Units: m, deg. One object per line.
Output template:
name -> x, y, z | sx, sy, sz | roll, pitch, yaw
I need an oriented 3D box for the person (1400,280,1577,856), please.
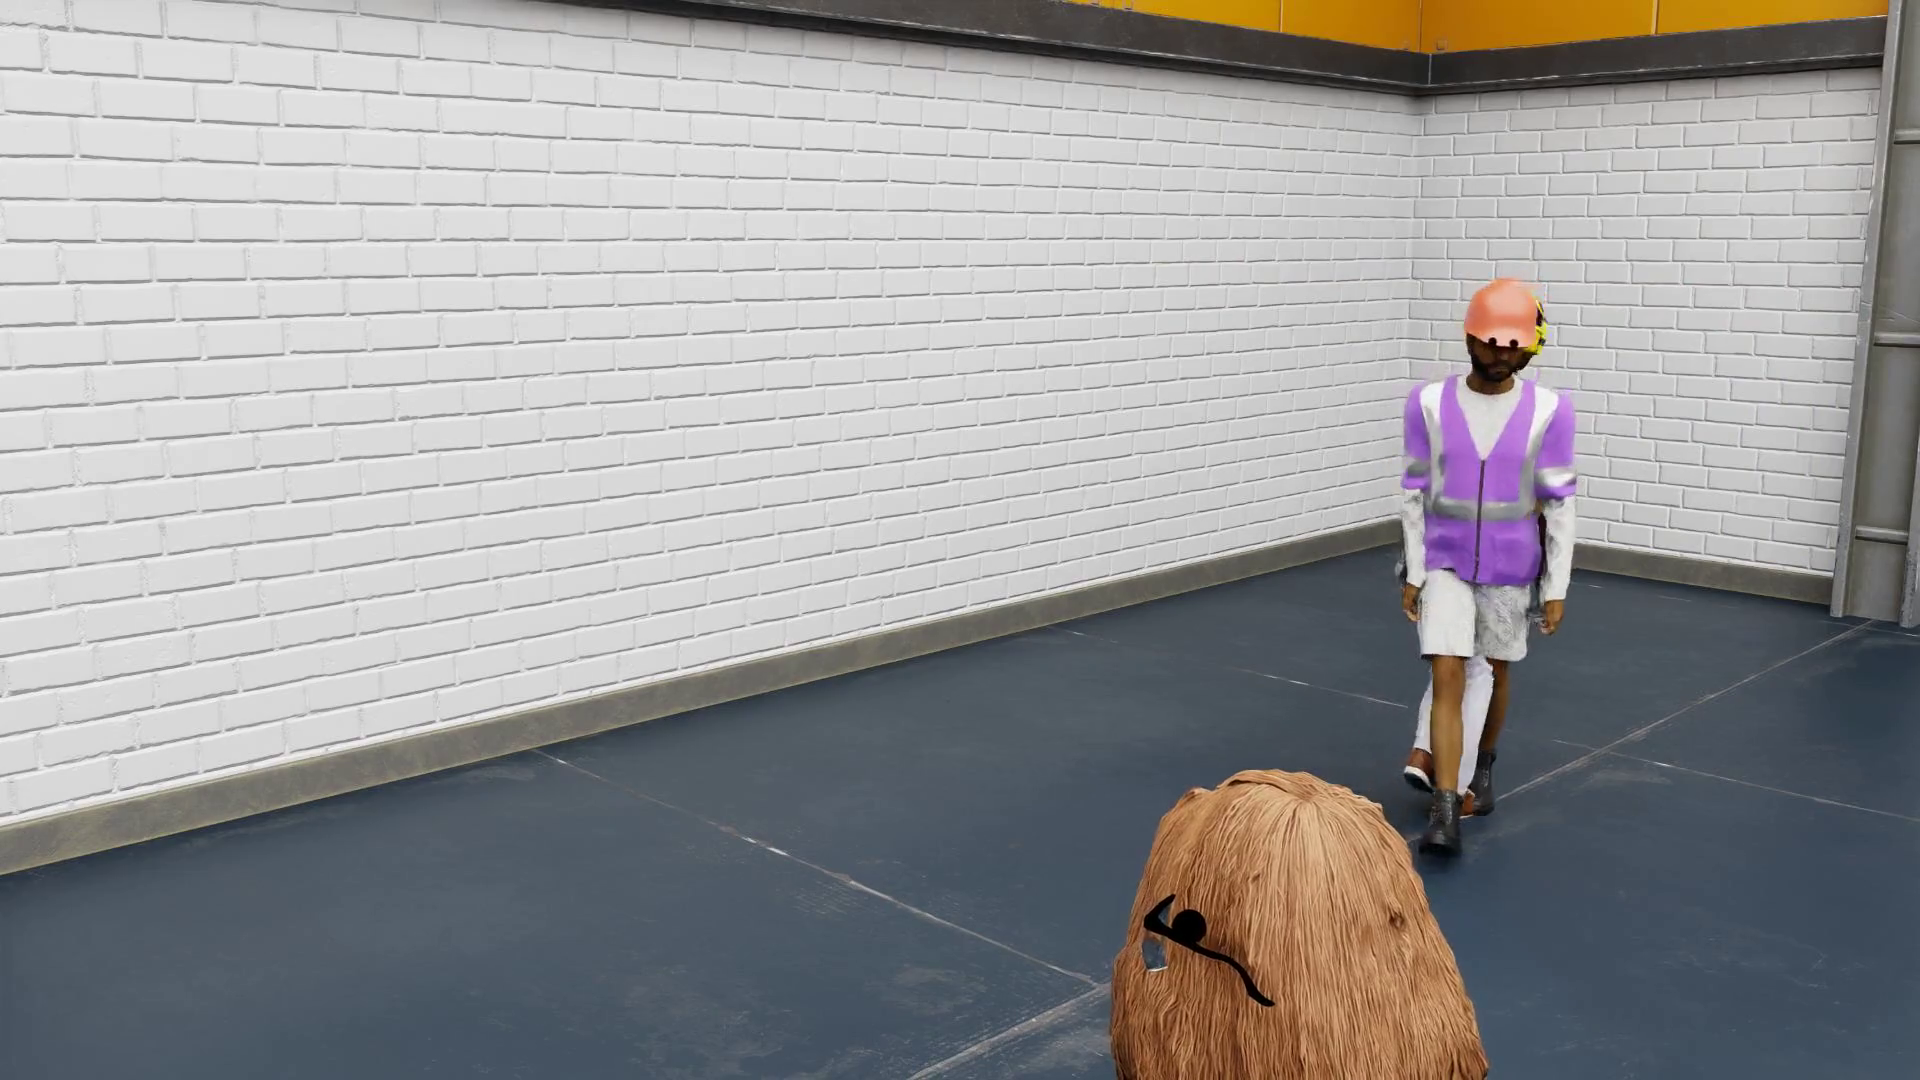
person -> 1.731, 0.087, 5.517 | 0.559, 1.874, 0.971 | 3, 11, 17

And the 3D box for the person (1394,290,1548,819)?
person -> 1.789, 0.061, 5.725 | 0.423, 1.843, 0.577 | -9, 14, -42

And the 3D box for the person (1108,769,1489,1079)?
person -> 0.255, 0.979, 1.317 | 0.268, 1.632, 0.506 | 10, 14, 43
